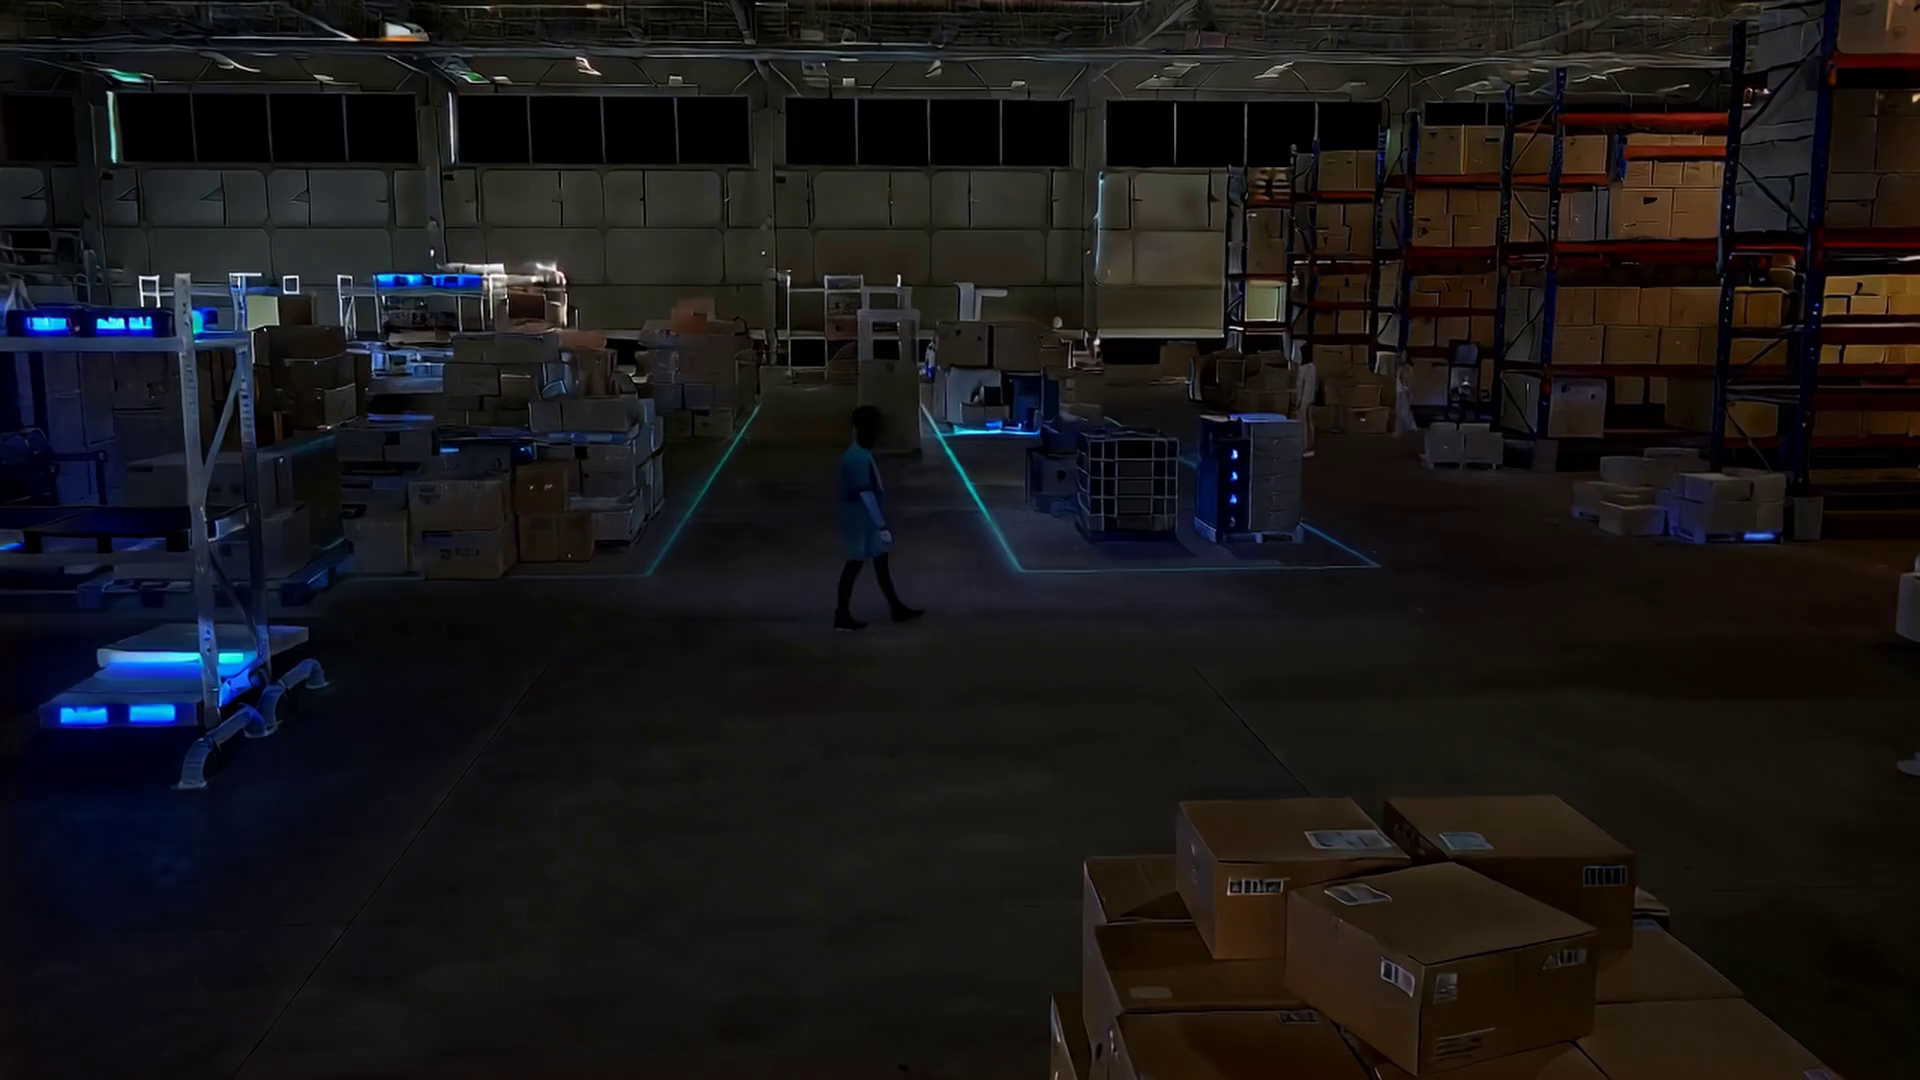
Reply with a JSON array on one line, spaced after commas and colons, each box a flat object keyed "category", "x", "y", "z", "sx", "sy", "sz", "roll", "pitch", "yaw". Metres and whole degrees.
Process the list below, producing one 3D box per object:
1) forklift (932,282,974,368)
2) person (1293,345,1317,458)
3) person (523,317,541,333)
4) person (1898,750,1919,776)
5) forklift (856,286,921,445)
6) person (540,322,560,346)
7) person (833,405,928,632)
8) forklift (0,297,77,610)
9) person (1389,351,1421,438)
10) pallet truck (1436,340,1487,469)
[{"category": "forklift", "x": 0.184, "y": -5.571, "z": 45.012, "sx": 1.873, "sy": 2.768, "sz": 1.129, "roll": -1, "pitch": 9, "yaw": -4}, {"category": "person", "x": 5.705, "y": -2.278, "z": 27.561, "sx": 0.387, "sy": 1.873, "sz": 0.545, "roll": 8, "pitch": 12, "yaw": 42}, {"category": "person", "x": -11.554, "y": -5.065, "z": 44.932, "sx": 0.765, "sy": 1.894, "sz": 0.469, "roll": 7, "pitch": 11, "yaw": 37}, {"category": "person", "x": 5.943, "y": 0.469, "z": 10.034, "sx": 0.553, "sy": 1.935, "sz": 0.362, "roll": -8, "pitch": 12, "yaw": -42}, {"category": "forklift", "x": -1.310, "y": -3.175, "z": 29.967, "sx": 1.129, "sy": 2.768, "sz": 1.873, "roll": -1, "pitch": 9, "yaw": -4}, {"category": "person", "x": -9.726, "y": -4.194, "z": 39.362, "sx": 0.570, "sy": 1.922, "sz": 0.438, "roll": -6, "pitch": 11, "yaw": -34}, {"category": "person", "x": -0.690, "y": -0.167, "z": 14.061, "sx": 0.845, "sy": 1.933, "sz": 0.615, "roll": 0, "pitch": 9, "yaw": 1}, {"category": "forklift", "x": -8.912, "y": -0.811, "z": 15.122, "sx": 1.873, "sy": 2.768, "sz": 1.129, "roll": -1, "pitch": 9, "yaw": -4}, {"category": "person", "x": 8.275, "y": -2.687, "z": 30.825, "sx": 0.534, "sy": 1.618, "sz": 0.526, "roll": -1, "pitch": 9, "yaw": -5}, {"category": "pallet truck", "x": 8.004, "y": -2.170, "z": 26.422, "sx": 0.823, "sy": 1.965, "sz": 1.885, "roll": 2, "pitch": 9, "yaw": 14}]
